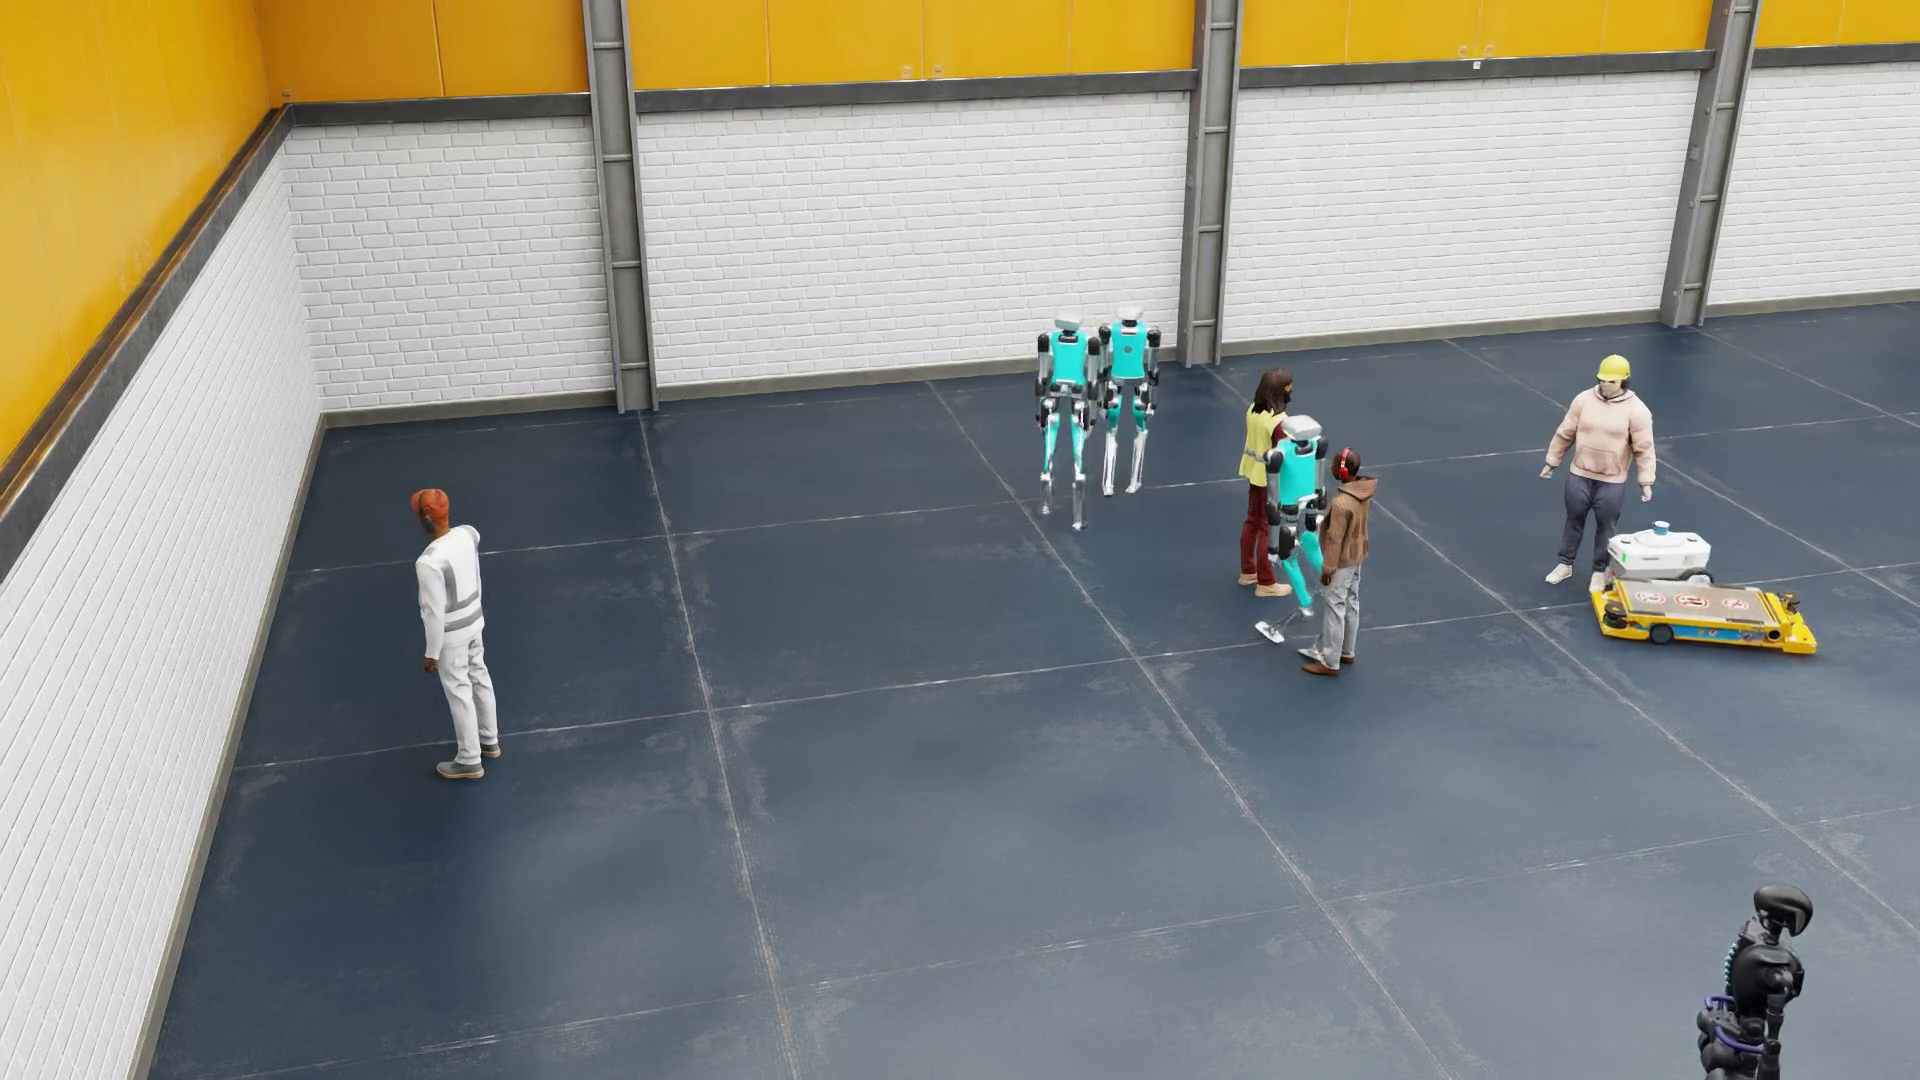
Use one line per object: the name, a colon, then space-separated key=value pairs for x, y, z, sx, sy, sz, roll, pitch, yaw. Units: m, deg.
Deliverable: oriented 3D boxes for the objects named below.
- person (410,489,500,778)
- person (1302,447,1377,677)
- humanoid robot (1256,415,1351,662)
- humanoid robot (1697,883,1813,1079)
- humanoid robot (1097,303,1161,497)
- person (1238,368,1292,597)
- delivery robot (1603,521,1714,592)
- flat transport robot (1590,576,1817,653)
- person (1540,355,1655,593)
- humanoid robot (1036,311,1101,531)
person: x=-3.072 y=0.560 z=10.082 sx=0.355 sy=1.887 sz=0.573 roll=6 pitch=24 yaw=13
person: x=2.601 y=0.153 z=11.304 sx=0.326 sy=1.648 sz=0.463 roll=16 pitch=28 yaw=32
humanoid robot: x=2.407 y=0.039 z=11.447 sx=0.551 sy=1.767 sz=0.874 roll=-15 pitch=28 yaw=-31
humanoid robot: x=3.256 y=2.114 z=6.843 sx=0.718 sy=1.627 sz=0.600 roll=4 pitch=24 yaw=9
humanoid robot: x=1.455 y=-1.250 z=14.335 sx=0.532 sy=1.742 sz=0.733 roll=4 pitch=24 yaw=9
person: x=2.300 y=-0.432 z=12.481 sx=0.379 sy=1.768 sz=0.468 roll=-9 pitch=25 yaw=-20
delivery robot: x=5.319 y=0.155 z=12.668 sx=0.801 sy=0.608 sz=0.499 roll=-2 pitch=24 yaw=-4
flat transport robot: x=5.399 y=0.546 z=12.120 sx=1.431 sy=0.231 sz=0.659 roll=5 pitch=24 yaw=10
person: x=4.819 y=-0.510 z=12.537 sx=0.810 sy=1.863 sz=0.422 roll=16 pitch=29 yaw=33
humanoid robot: x=0.839 y=-0.930 z=13.690 sx=0.531 sy=1.801 sz=0.798 roll=5 pitch=24 yaw=12
